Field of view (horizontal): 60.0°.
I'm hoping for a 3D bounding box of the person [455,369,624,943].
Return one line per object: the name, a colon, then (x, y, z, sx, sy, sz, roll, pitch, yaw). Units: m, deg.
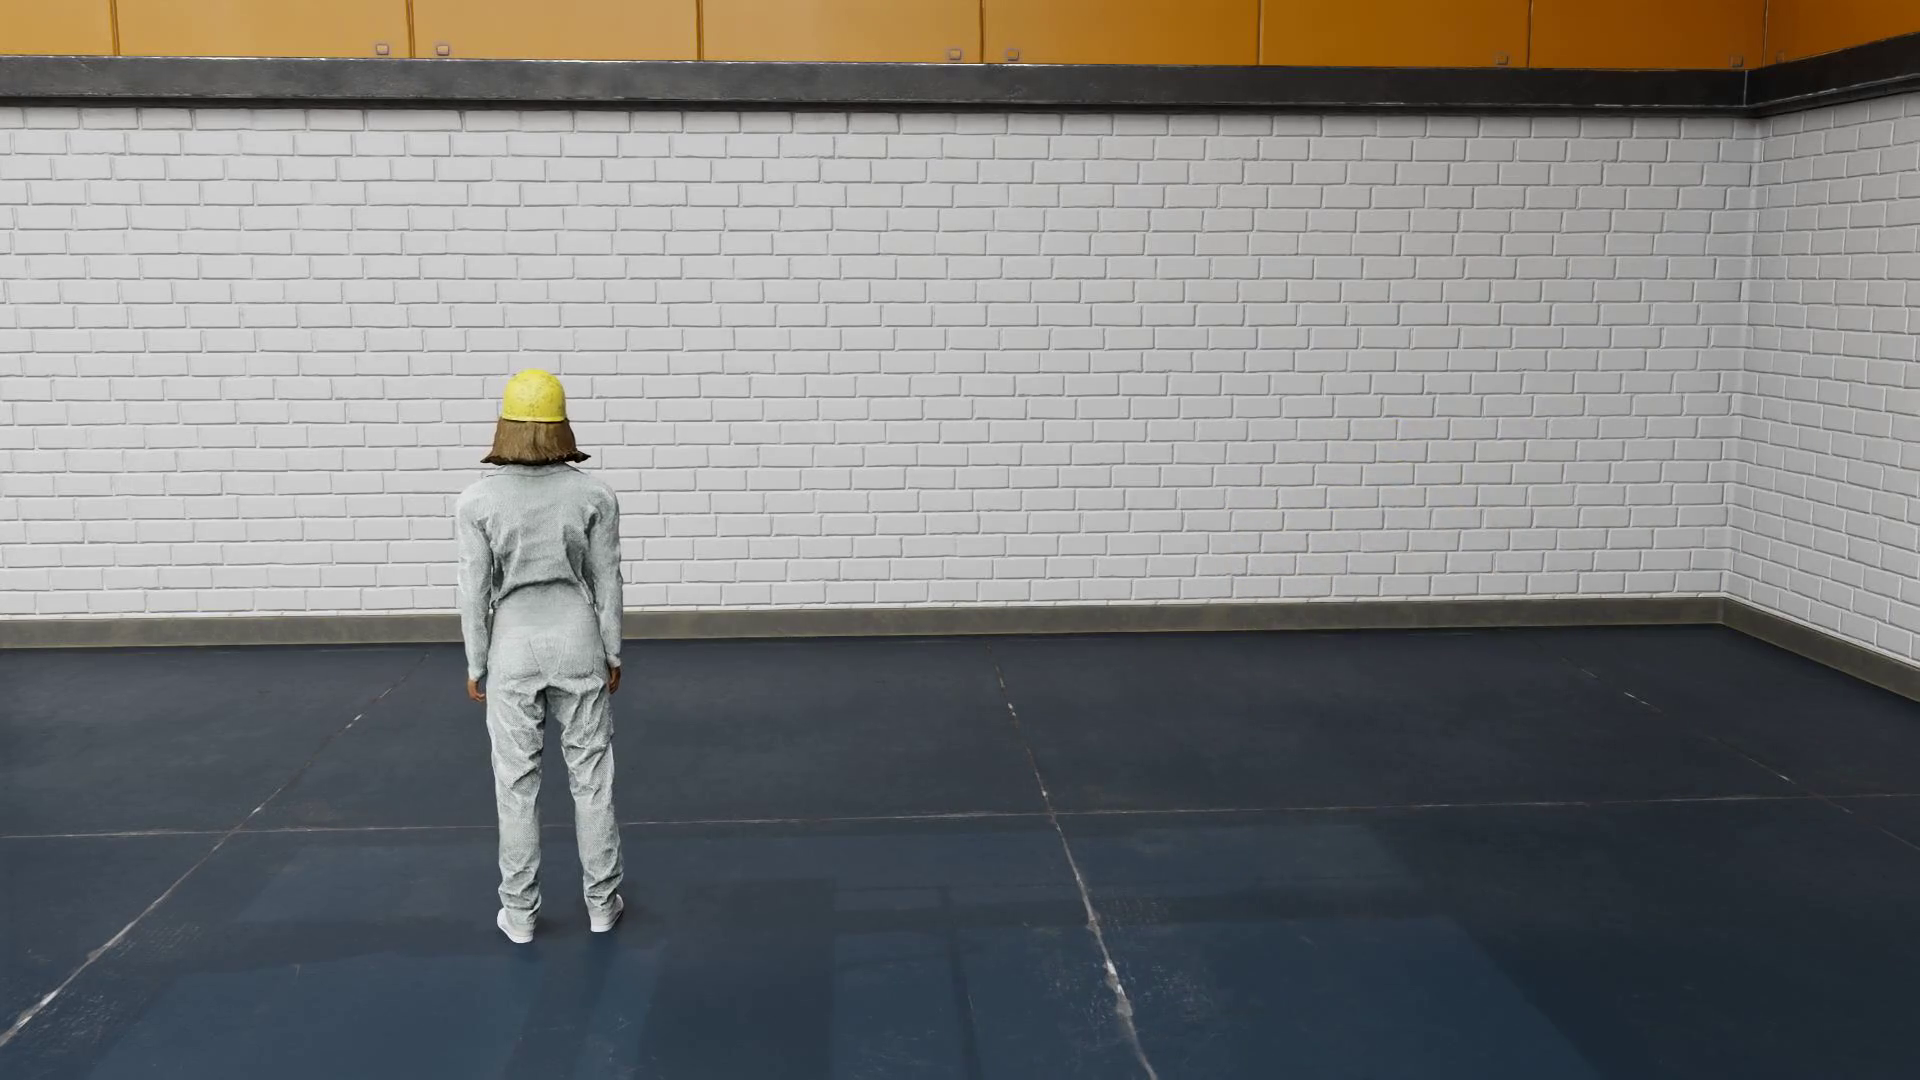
person: (-1.266, 0.354, 5.069, 0.484, 1.744, 0.294, -3, 9, -17)
